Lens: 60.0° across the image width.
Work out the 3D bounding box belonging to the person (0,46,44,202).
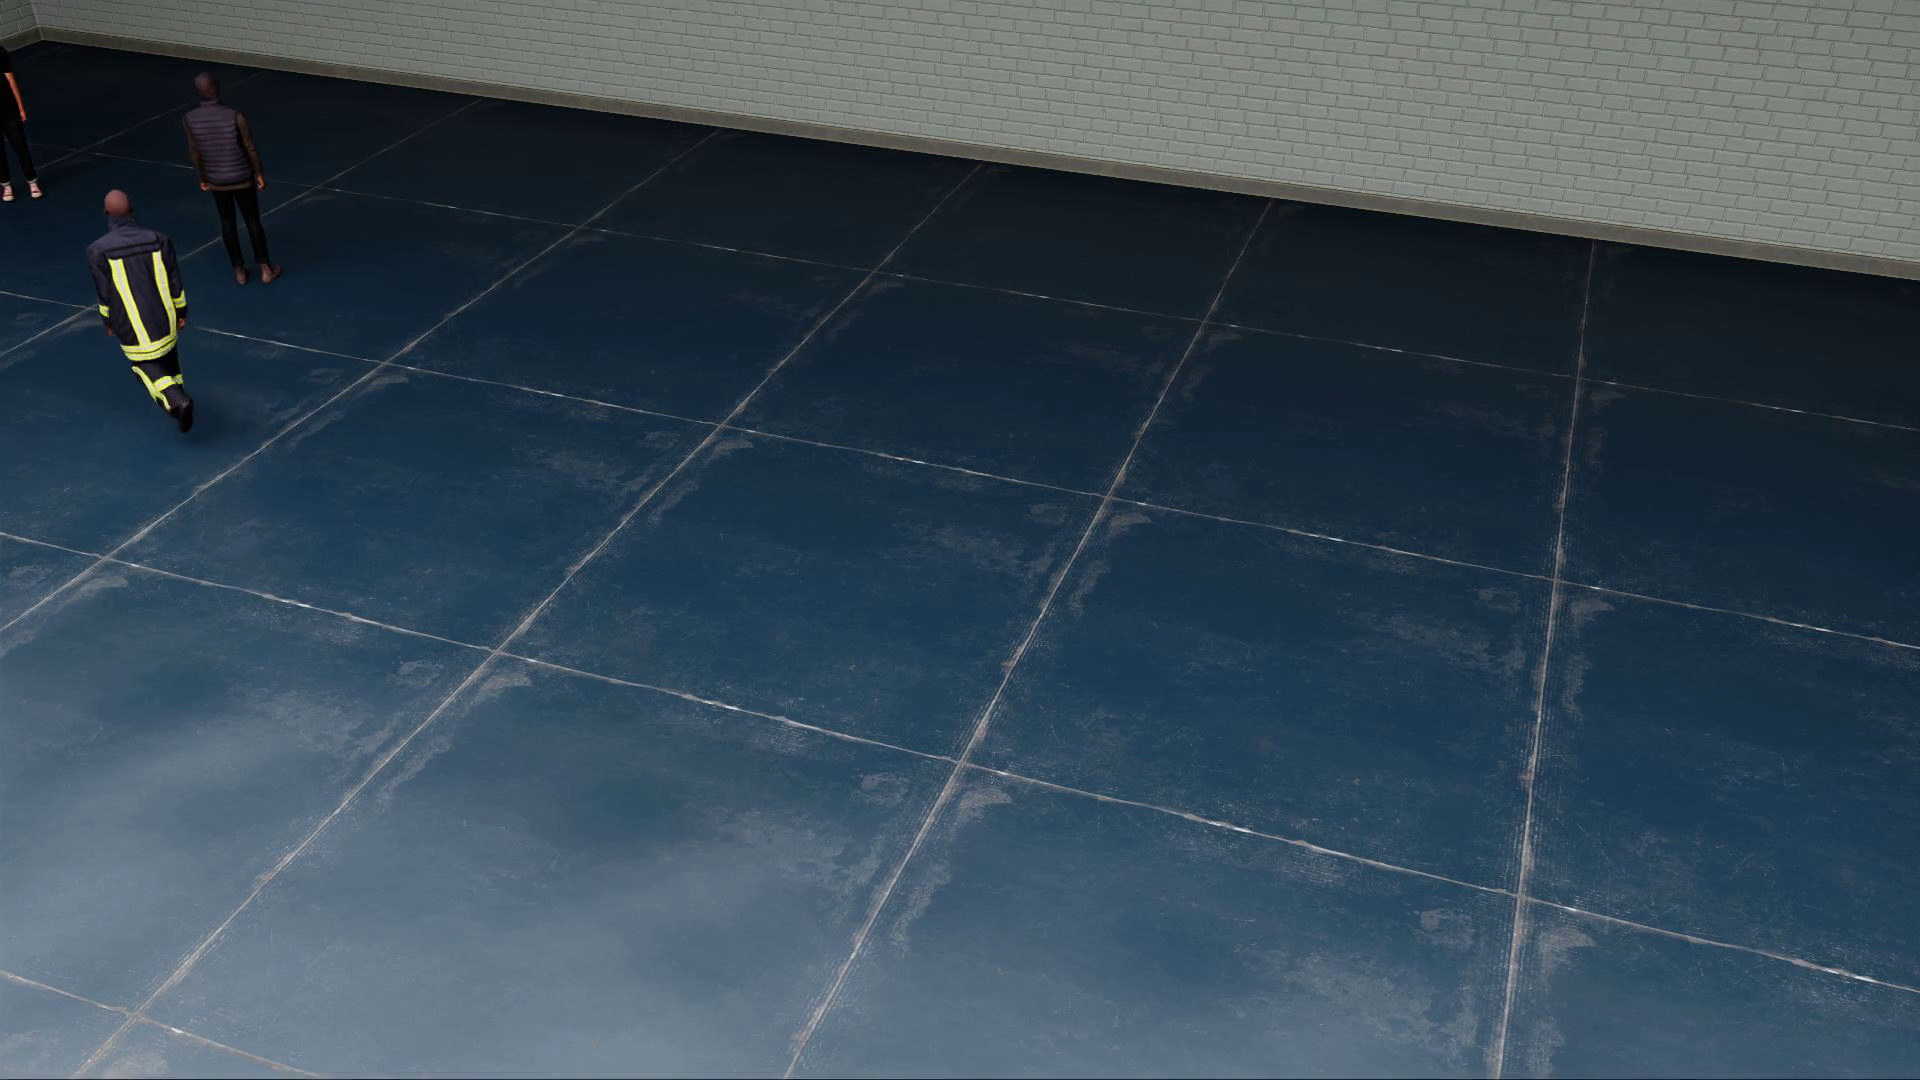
[{"bbox_3d":[-9.187,-4.110,15.845,0.695,1.752,0.752,-14,36,-21],"label":"person"}]

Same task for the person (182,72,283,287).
[{"bbox_3d":[-6.222,-3.073,14.174,0.775,1.836,0.739,-3,33,-5],"label":"person"}]

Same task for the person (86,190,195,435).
[{"bbox_3d":[-5.846,-1.617,11.965,1.144,1.803,1.063,-28,42,-36],"label":"person"}]
